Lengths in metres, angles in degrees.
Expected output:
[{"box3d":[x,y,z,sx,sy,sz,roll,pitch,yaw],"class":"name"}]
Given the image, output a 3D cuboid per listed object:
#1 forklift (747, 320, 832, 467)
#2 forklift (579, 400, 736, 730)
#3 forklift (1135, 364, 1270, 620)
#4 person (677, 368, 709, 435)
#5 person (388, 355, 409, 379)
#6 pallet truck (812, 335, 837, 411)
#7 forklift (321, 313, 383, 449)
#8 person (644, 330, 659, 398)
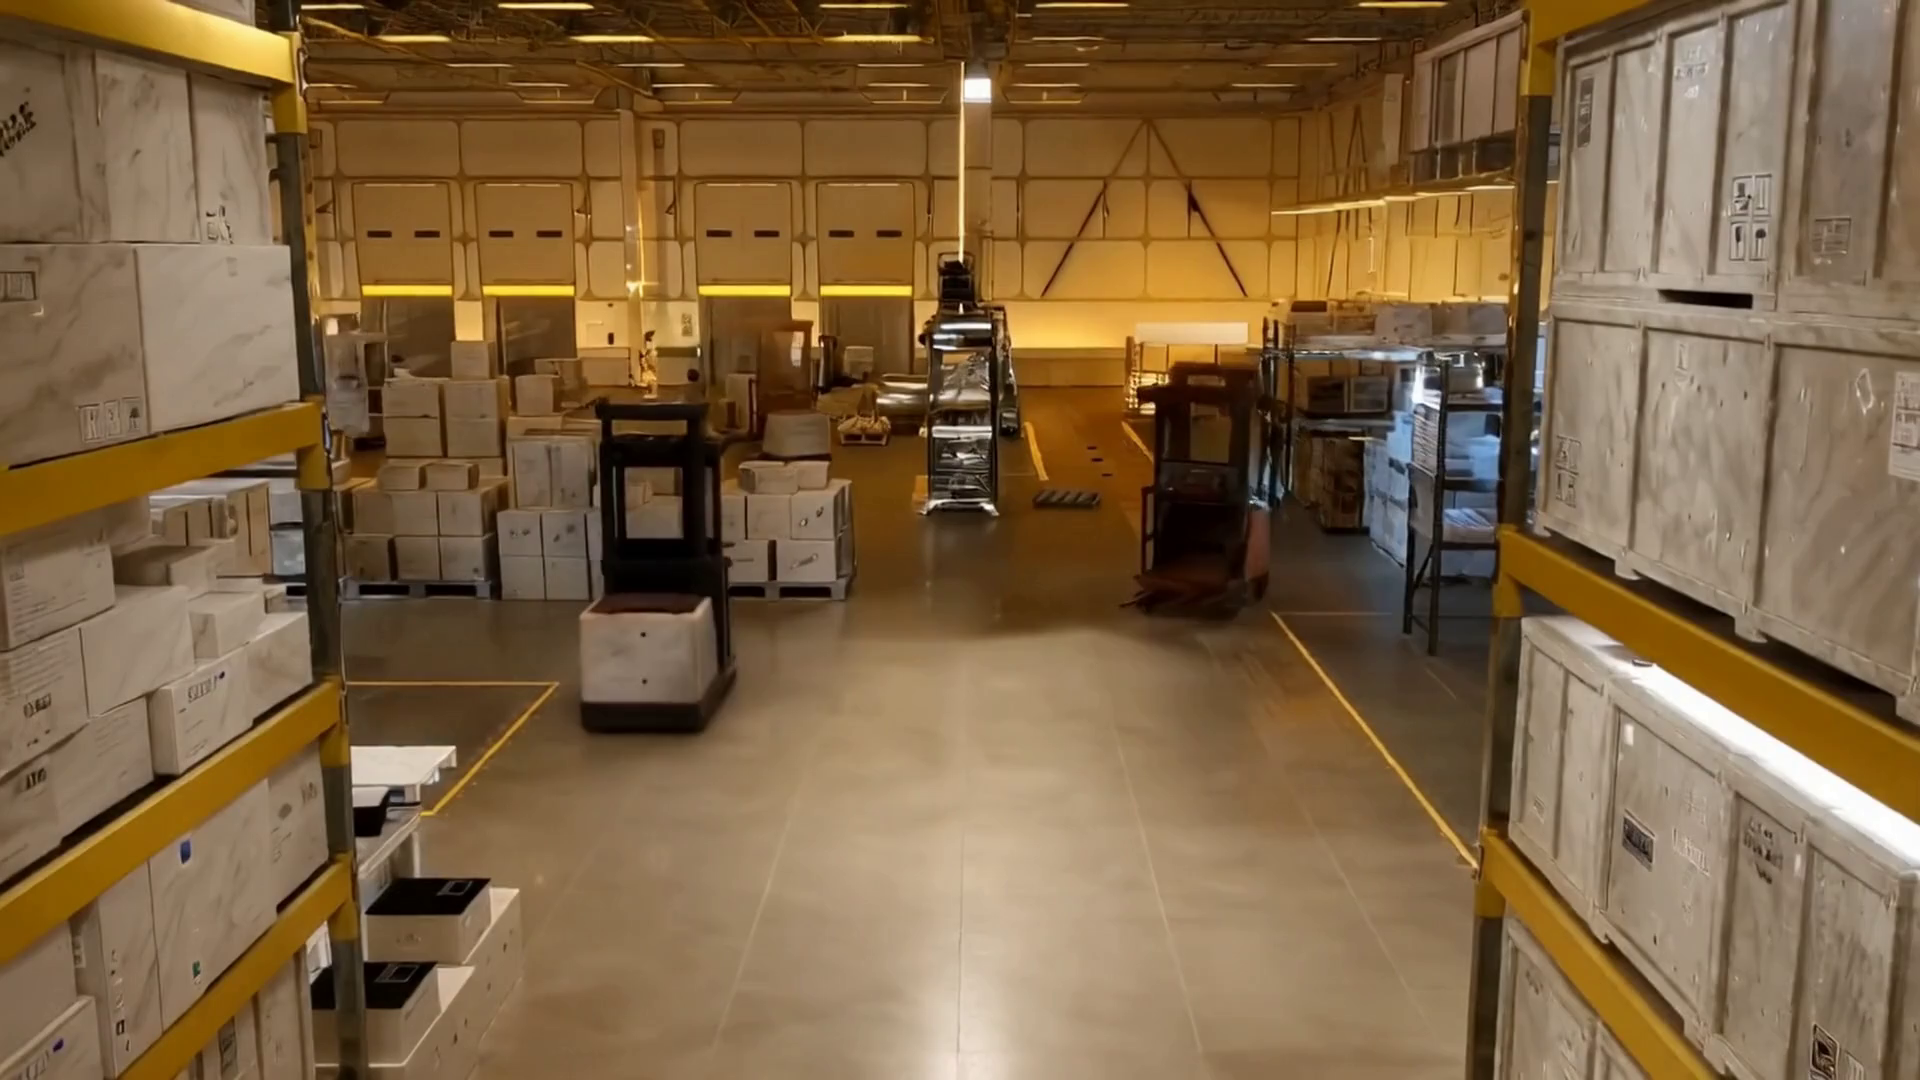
[{"box3d":[-3.285,-2.819,31.965,1.129,2.768,1.873,-5,11,-25],"class":"forklift"},{"box3d":[-2.722,0.141,14.888,1.129,2.768,1.873,0,10,1],"class":"forklift"},{"box3d":[2.907,-0.646,19.429,1.129,2.768,1.873,5,11,25],"class":"forklift"},{"box3d":[-5.094,-2.318,31.811,0.628,1.931,0.358,2,10,14],"class":"person"},{"box3d":[-12.300,-3.112,36.513,0.986,1.896,0.543,7,12,37],"class":"person"},{"box3d":[-3.021,-4.312,43.126,1.885,1.965,0.823,3,10,17],"class":"pallet truck"},{"box3d":[-13.290,-3.411,35.384,1.873,2.768,1.129,4,10,20],"class":"forklift"},{"box3d":[-8.777,-4.984,47.206,0.389,1.930,0.544,-8,12,-37],"class":"person"}]
